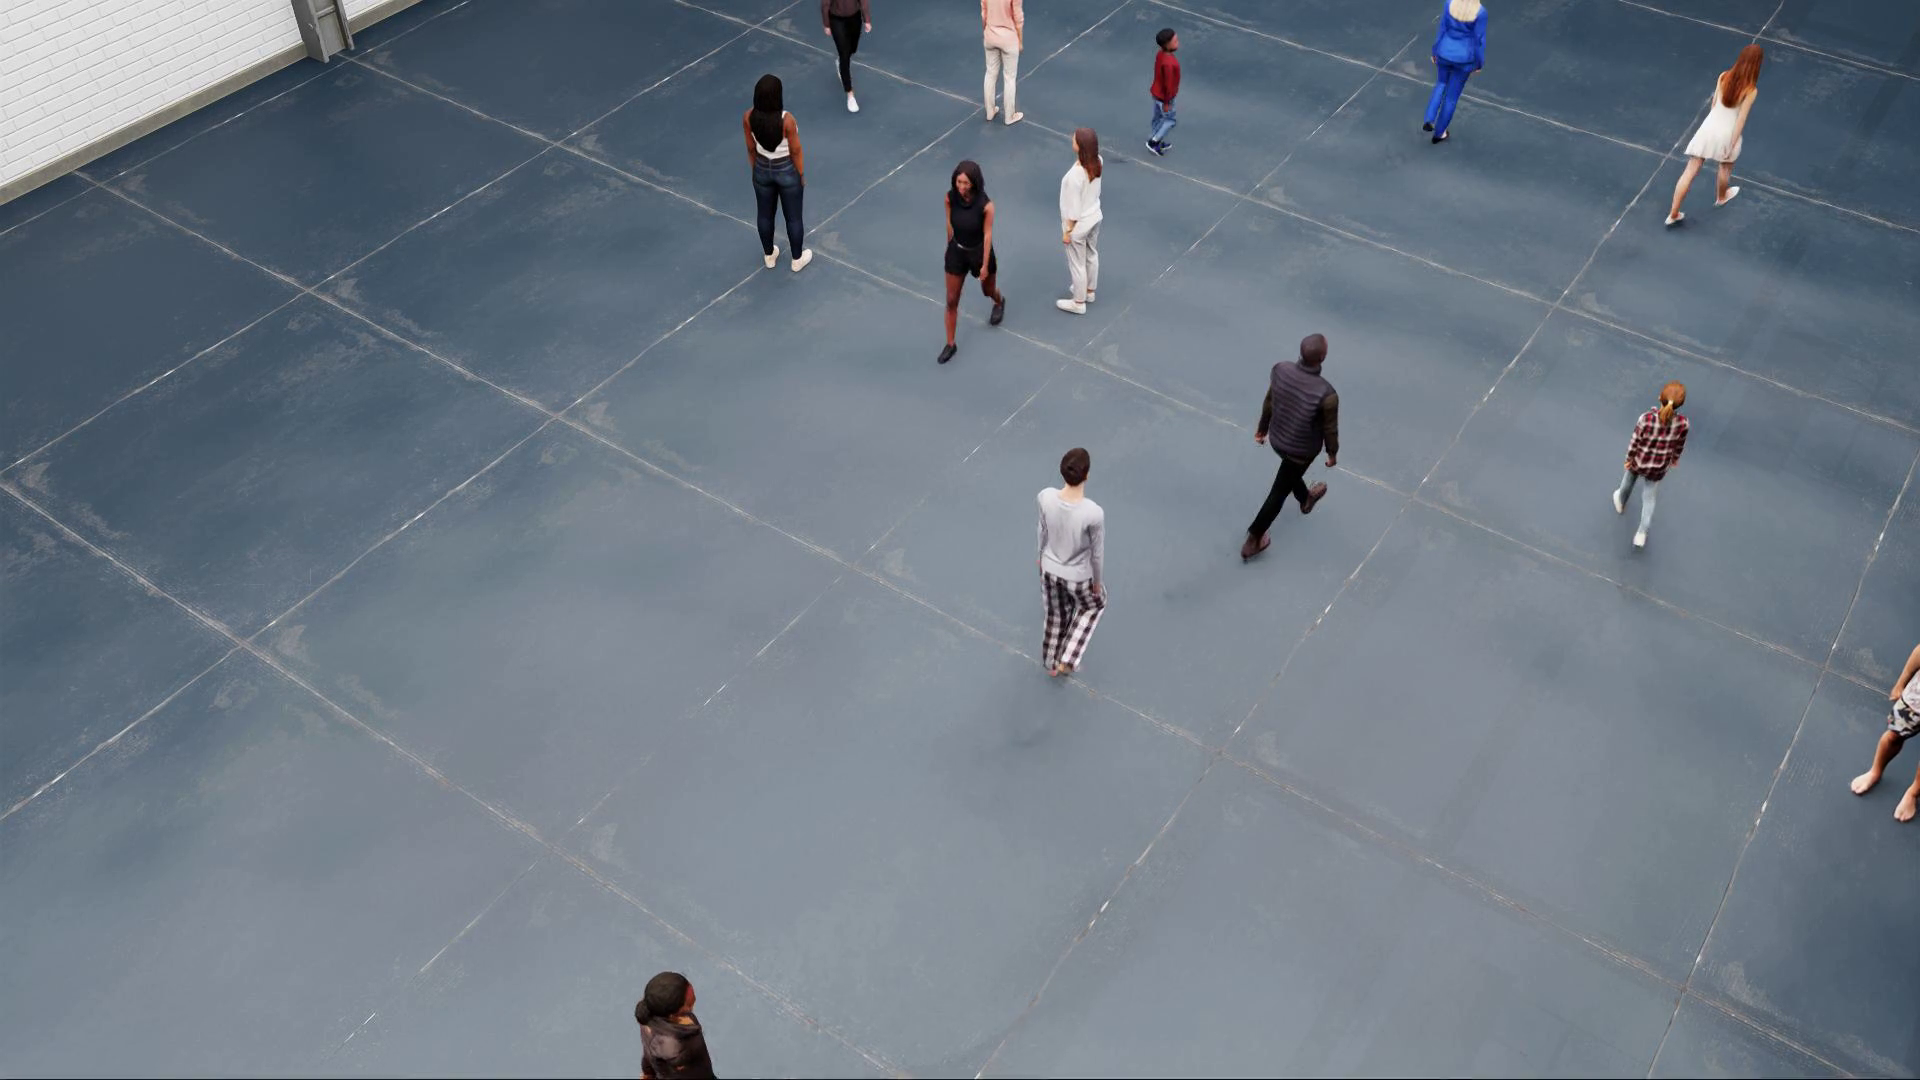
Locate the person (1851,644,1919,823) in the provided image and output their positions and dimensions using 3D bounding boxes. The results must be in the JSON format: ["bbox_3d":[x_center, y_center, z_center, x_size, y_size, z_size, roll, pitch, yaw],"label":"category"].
[{"bbox_3d":[5.849,0.925,9.876,0.702,1.811,0.623,33,53,30],"label":"person"}]

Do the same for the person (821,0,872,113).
[{"bbox_3d":[-1.138,-5.143,16.343,1.105,1.675,1.062,-15,46,-15],"label":"person"}]

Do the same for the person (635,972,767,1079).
[{"bbox_3d":[-1.234,2.619,8.213,1.171,1.650,0.936,29,51,27],"label":"person"}]

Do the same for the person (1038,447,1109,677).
[{"bbox_3d":[0.658,0.238,10.579,0.667,1.835,0.699,21,48,21],"label":"person"}]

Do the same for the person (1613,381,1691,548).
[{"bbox_3d":[4.902,-0.528,11.779,0.762,1.288,0.979,9,44,10],"label":"person"}]

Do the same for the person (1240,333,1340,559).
[{"bbox_3d":[2.253,-0.609,11.507,1.255,1.781,0.927,-30,51,-28],"label":"person"}]

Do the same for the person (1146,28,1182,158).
[{"bbox_3d":[1.865,-4.207,15.670,0.664,1.249,0.606,-7,44,-8],"label":"person"}]

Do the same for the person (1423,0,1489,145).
[{"bbox_3d":[4.610,-4.485,15.644,0.677,1.688,0.650,33,53,30],"label":"person"}]

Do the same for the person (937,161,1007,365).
[{"bbox_3d":[0.131,-2.289,13.326,0.751,1.705,1.173,16,46,16],"label":"person"}]

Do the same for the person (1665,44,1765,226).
[{"bbox_3d":[6.625,-3.529,14.659,1.194,1.661,0.825,-27,50,-26],"label":"person"}]

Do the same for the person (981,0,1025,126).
[{"bbox_3d":[0.398,-4.829,15.978,0.619,1.724,0.543,21,48,21],"label":"person"}]

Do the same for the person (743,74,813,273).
[{"bbox_3d":[-1.553,-3.103,14.105,0.719,1.810,0.716,10,45,11],"label":"person"}]

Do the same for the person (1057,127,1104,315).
[{"bbox_3d":[1.009,-2.636,13.702,0.669,1.688,0.470,23,48,22],"label":"person"}]
